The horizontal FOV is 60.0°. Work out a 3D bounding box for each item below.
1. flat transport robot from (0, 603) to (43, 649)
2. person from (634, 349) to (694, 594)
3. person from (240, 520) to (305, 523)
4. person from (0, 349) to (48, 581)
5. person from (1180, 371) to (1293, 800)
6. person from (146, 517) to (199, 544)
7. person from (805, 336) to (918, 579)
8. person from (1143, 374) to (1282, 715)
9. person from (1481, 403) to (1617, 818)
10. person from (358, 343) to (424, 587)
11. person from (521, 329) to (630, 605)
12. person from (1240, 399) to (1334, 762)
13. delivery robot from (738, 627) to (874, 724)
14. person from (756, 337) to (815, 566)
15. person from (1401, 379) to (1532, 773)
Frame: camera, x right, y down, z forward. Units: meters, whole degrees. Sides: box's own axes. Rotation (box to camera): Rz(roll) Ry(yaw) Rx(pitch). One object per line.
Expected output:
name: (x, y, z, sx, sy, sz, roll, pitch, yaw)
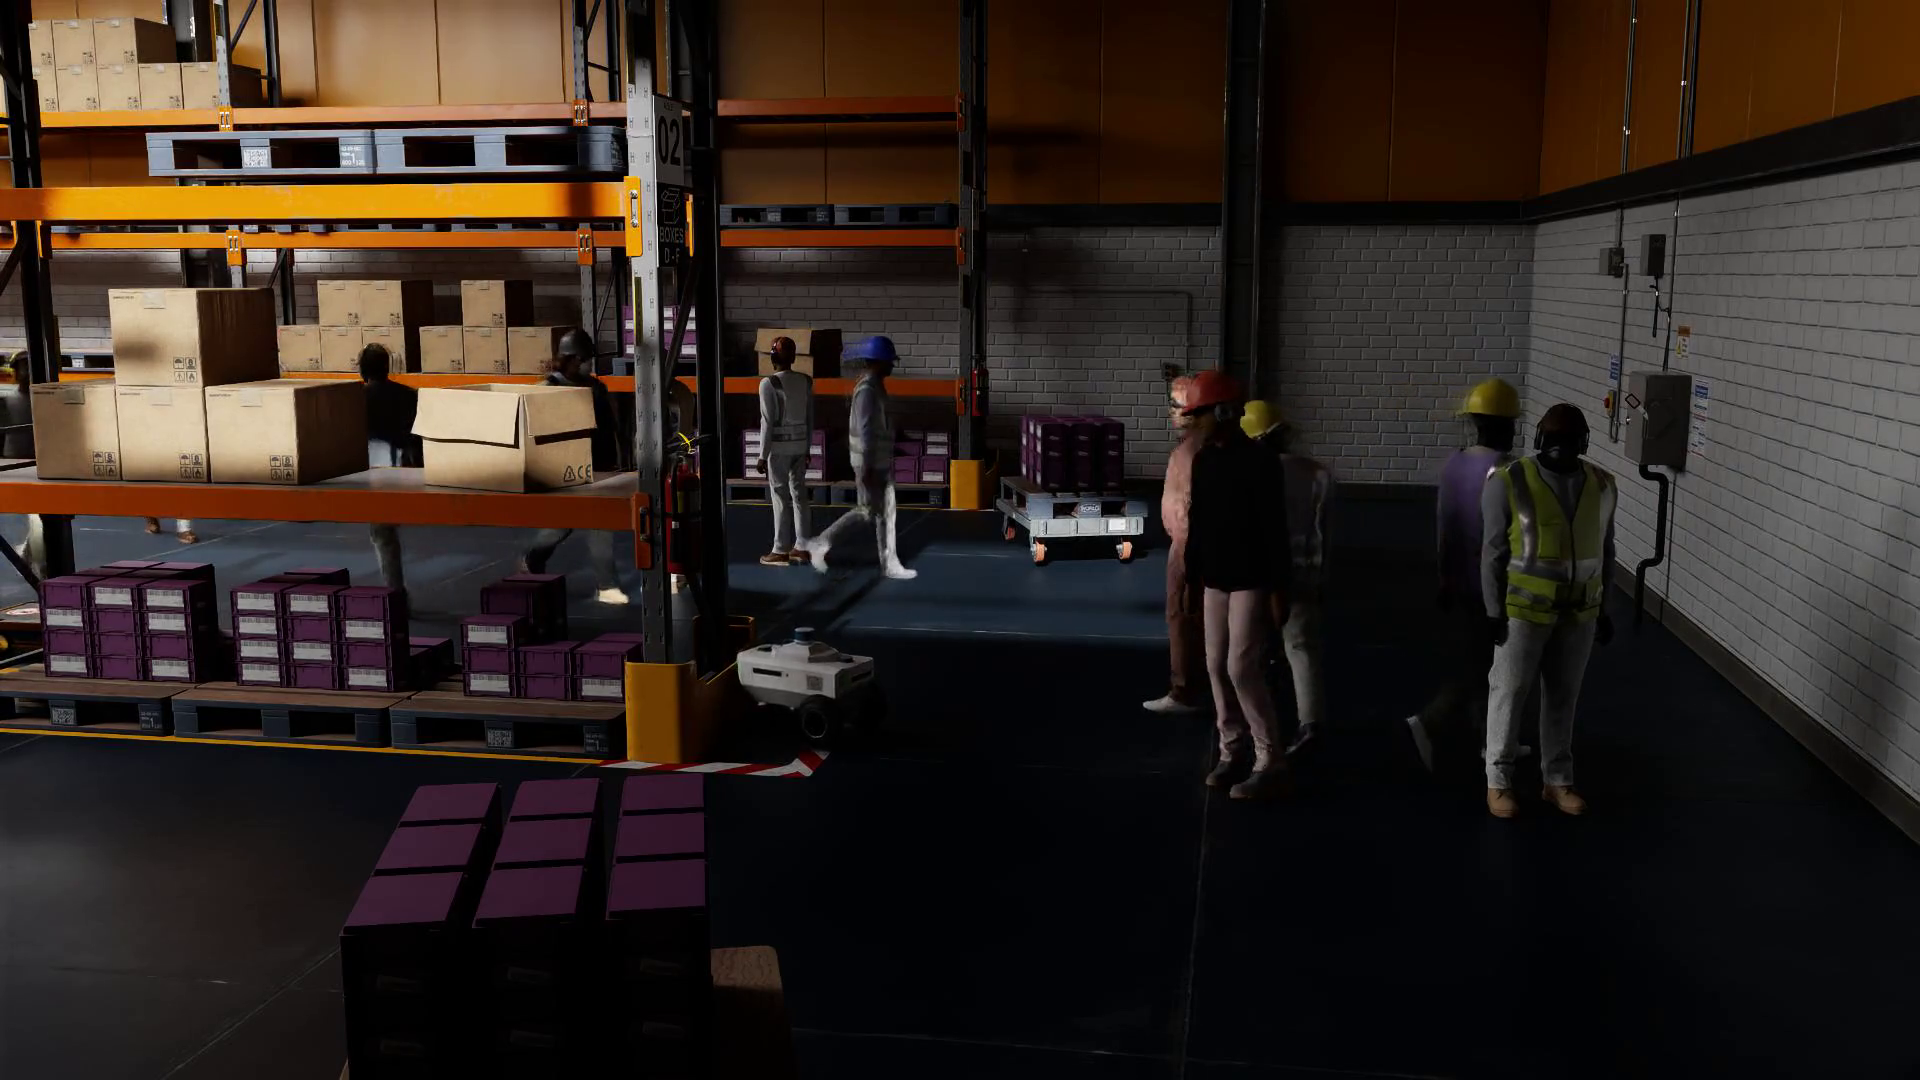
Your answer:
flat transport robot: (-5.661, 0.561, 10.678, 1.431, 0.197, 0.652, 1, 9, 8)
person: (-2.228, -0.519, 12.520, 0.429, 1.842, 0.634, 2, 9, 11)
person: (-6.751, -1.078, 15.942, 1.028, 1.851, 0.552, 1, 9, 9)
person: (-7.055, -0.535, 12.641, 0.783, 1.846, 0.514, 6, 11, 33)
person: (1.266, 0.208, 7.691, 0.465, 1.961, 0.726, -5, 11, -30)
person: (-7.175, -0.915, 14.993, 0.587, 1.849, 0.958, -9, 13, -43)
person: (-0.768, -0.631, 12.973, 0.789, 1.925, 0.620, 1, 9, 7)
person: (1.343, 0.045, 8.902, 0.670, 1.879, 0.667, 5, 11, 30)
person: (2.609, 0.314, 7.366, 0.621, 1.840, 0.430, -1, 9, -6)
person: (-4.097, -0.413, 11.650, 0.703, 1.916, 0.644, 6, 11, 31)
person: (-2.831, -0.555, 12.128, 0.884, 2.000, 0.689, 7, 12, 39)
person: (1.600, 0.199, 8.276, 0.592, 1.792, 0.878, -1, 9, -8)
delivery robot: (-0.806, 0.698, 8.661, 0.707, 0.478, 0.477, 5, 11, 30)
person: (-1.439, -0.730, 13.702, 0.353, 1.883, 0.577, 7, 12, 39)
person: (2.475, 0.183, 7.973, 0.787, 1.904, 0.599, -3, 10, -19)
